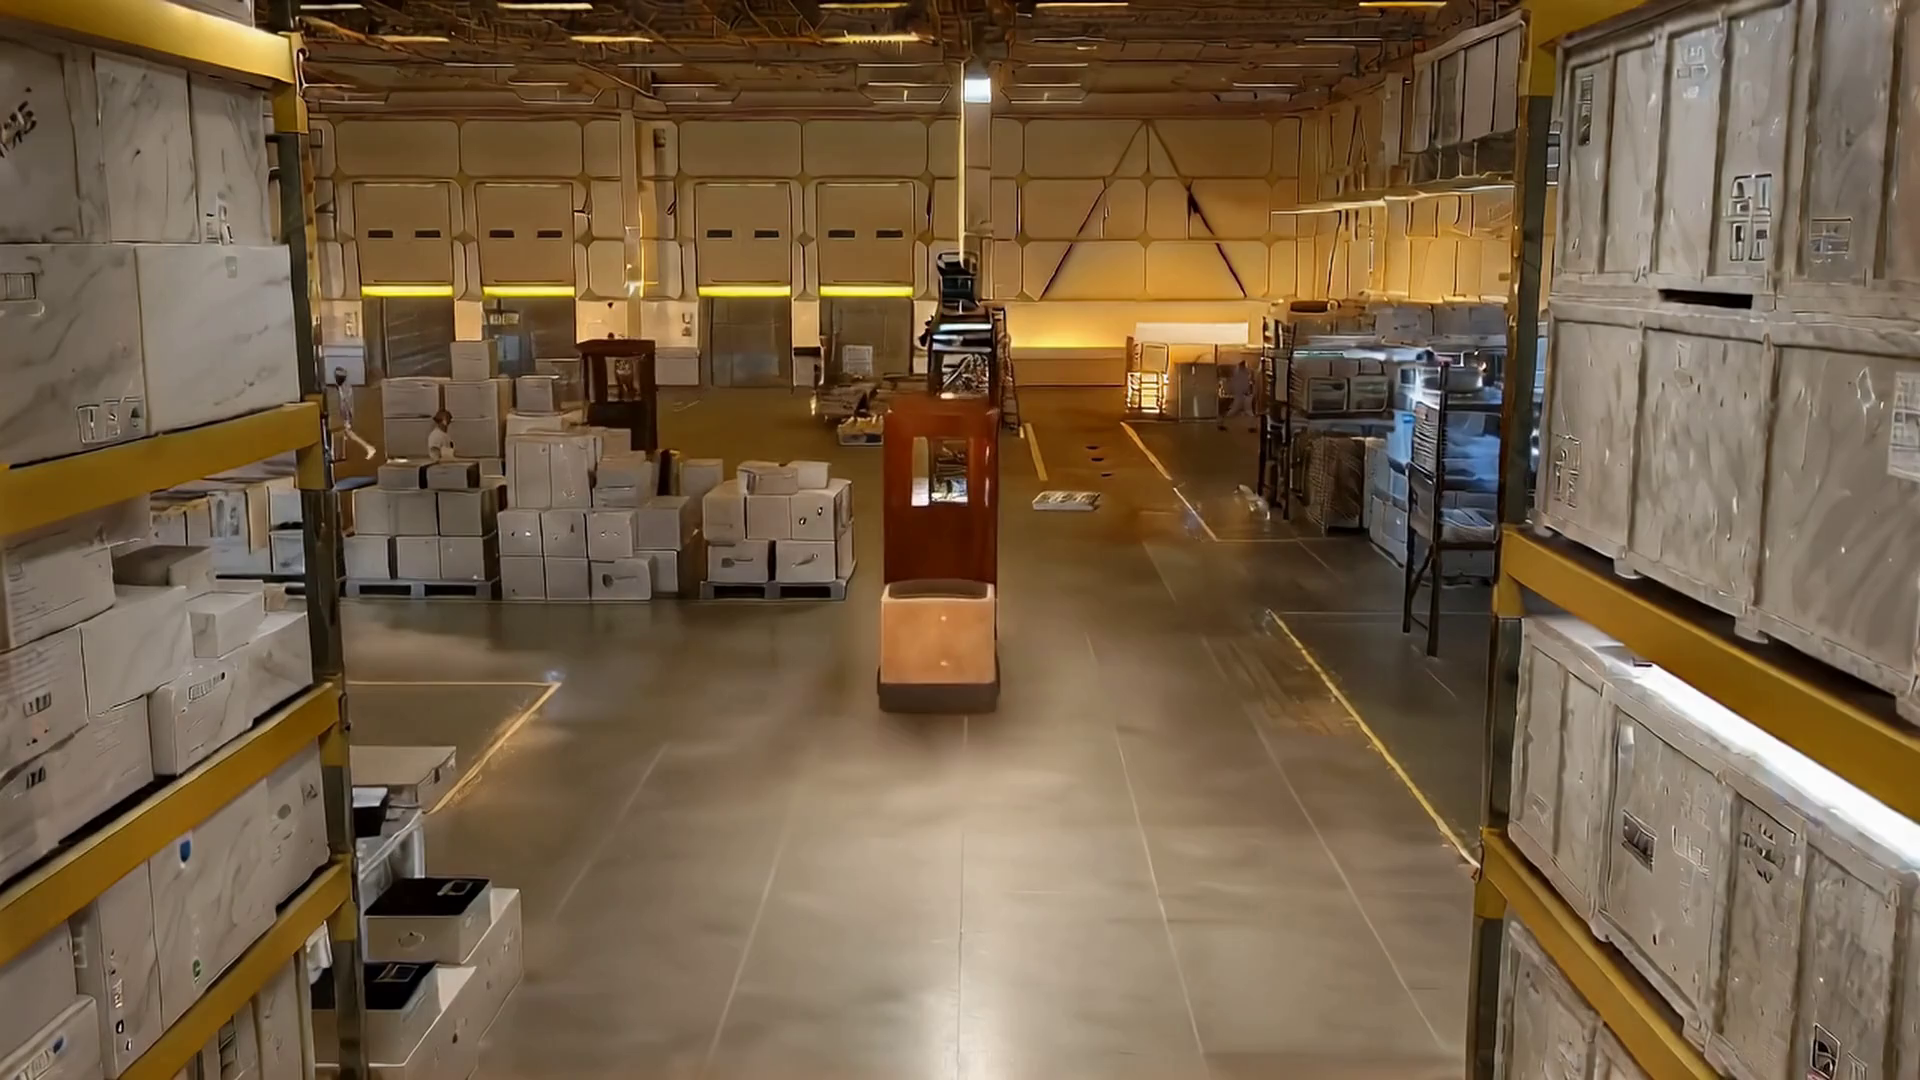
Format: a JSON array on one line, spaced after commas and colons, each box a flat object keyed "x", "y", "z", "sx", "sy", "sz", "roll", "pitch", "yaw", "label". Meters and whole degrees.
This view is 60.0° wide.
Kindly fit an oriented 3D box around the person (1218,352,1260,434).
[{"x": 6.381, "y": -3.369, "z": 38.020, "sx": 0.947, "sy": 1.897, "sz": 0.646, "roll": 7, "pitch": 12, "yaw": 35, "label": "person"}]

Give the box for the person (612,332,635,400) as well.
[{"x": -9.510, "y": -4.905, "z": 46.827, "sx": 0.740, "sy": 1.909, "sz": 0.558, "roll": -8, "pitch": 13, "yaw": -39, "label": "person"}]

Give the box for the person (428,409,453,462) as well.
[{"x": -7.311, "y": -0.888, "z": 23.541, "sx": 0.372, "sy": 1.940, "sz": 0.629, "roll": -1, "pitch": 10, "yaw": -6, "label": "person"}]

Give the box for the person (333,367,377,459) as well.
[{"x": -12.016, "y": -2.466, "z": 32.765, "sx": 0.832, "sy": 1.910, "sz": 0.546, "roll": -3, "pitch": 10, "yaw": -17, "label": "person"}]

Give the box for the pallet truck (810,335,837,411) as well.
[{"x": -3.021, "y": -4.312, "z": 43.126, "sx": 1.885, "sy": 1.965, "sz": 0.823, "roll": 3, "pitch": 10, "yaw": 17, "label": "pallet truck"}]

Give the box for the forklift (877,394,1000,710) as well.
[{"x": -0.191, "y": 0.036, "z": 15.495, "sx": 1.129, "sy": 2.768, "sz": 1.873, "roll": 0, "pitch": 10, "yaw": 1, "label": "forklift"}]

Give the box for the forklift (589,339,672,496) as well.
[{"x": -5.074, "y": -1.646, "z": 25.196, "sx": 1.129, "sy": 2.768, "sz": 1.873, "roll": 0, "pitch": 10, "yaw": 1, "label": "forklift"}]

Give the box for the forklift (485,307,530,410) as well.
[{"x": -10.751, "y": -4.150, "z": 39.642, "sx": 1.129, "sy": 2.768, "sz": 1.873, "roll": 0, "pitch": 10, "yaw": 1, "label": "forklift"}]
